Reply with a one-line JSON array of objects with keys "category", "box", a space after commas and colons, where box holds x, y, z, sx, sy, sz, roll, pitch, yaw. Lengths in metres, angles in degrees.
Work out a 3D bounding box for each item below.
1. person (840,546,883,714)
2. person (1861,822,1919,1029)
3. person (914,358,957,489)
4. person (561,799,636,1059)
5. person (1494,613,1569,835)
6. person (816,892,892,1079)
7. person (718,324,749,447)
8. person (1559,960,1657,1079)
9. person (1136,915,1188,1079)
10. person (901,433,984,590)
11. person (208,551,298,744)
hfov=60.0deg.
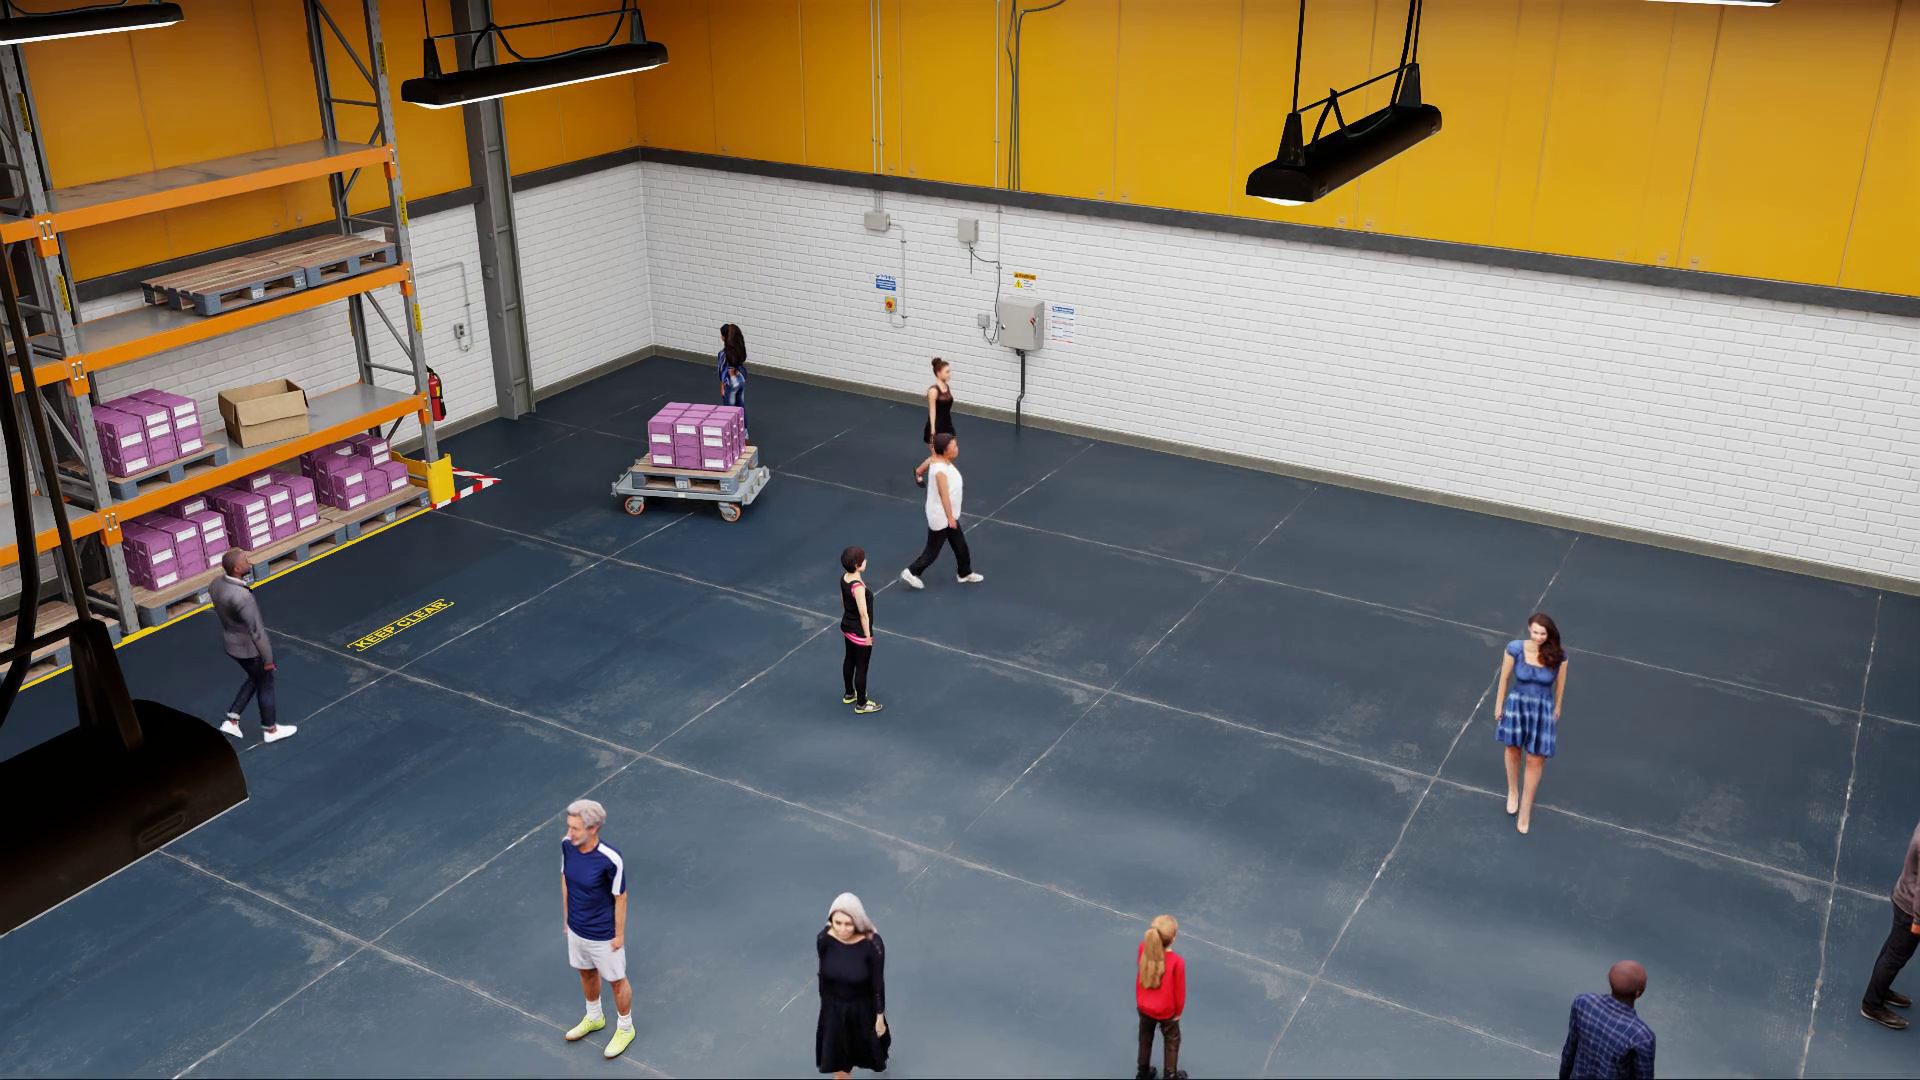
[{"category": "person", "box": [-0.913, 0.775, 14.668, 0.638, 1.543, 0.614, -13, 27, -27]}, {"category": "person", "box": [6.198, 2.342, 10.806, 0.712, 1.765, 0.482, 1, 24, 3]}, {"category": "person", "box": [-0.306, -1.296, 19.256, 0.662, 1.663, 0.692, 16, 28, 32]}, {"category": "person", "box": [-2.306, 2.422, 10.531, 0.625, 1.838, 0.530, 13, 27, 28]}, {"category": "person", "box": [4.450, 1.359, 13.028, 0.700, 1.786, 0.843, 9, 25, 20]}, {"category": "person", "box": [-0.621, 2.784, 9.846, 0.785, 1.725, 1.043, 5, 24, 12]}, {"category": "person", "box": [-2.828, -1.929, 20.756, 0.659, 1.621, 0.473, 13, 27, 26]}, {"category": "person", "box": [3.516, 3.058, 9.102, 0.711, 1.818, 0.735, -18, 30, -36]}, {"category": "person", "box": [1.193, 2.859, 10.232, 0.509, 1.278, 0.553, 15, 28, 31]}, {"category": "person", "box": [-0.222, -0.267, 16.906, 1.035, 1.660, 1.122, 1, 24, 3]}, {"category": "person", "box": [-6.056, 0.936, 13.971, 0.837, 1.806, 0.908, 20, 30, 38]}]
